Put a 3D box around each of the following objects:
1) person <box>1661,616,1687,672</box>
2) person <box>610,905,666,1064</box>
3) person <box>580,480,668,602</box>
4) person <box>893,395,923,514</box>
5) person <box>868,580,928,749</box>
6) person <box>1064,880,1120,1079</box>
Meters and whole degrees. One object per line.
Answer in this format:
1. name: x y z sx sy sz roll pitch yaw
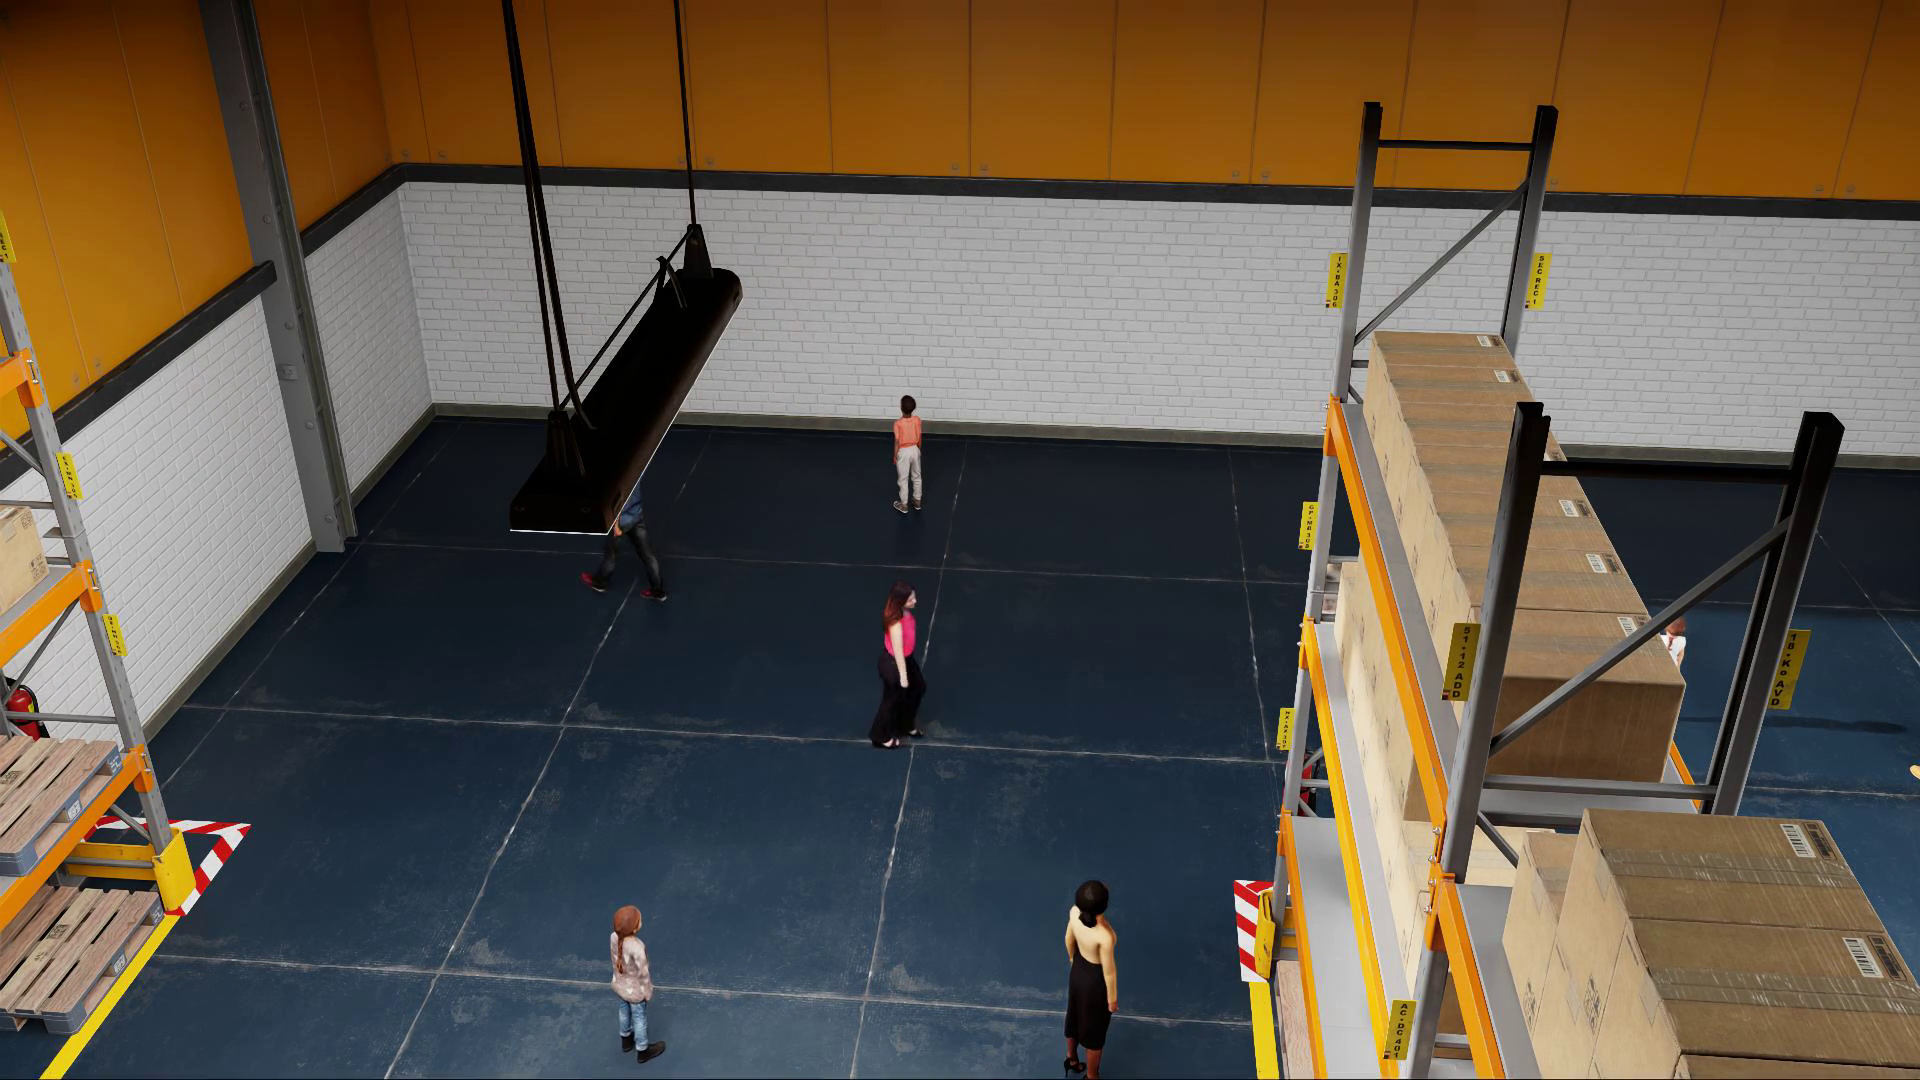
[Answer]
1. person: 5.982 1.068 14.126 0.421 1.019 0.415 2 29 4
2. person: -2.118 2.844 10.688 0.547 1.193 0.588 22 36 35
3. person: -3.072 -0.195 15.660 0.989 1.768 1.148 14 31 23
4. person: -0.541 -0.914 17.455 0.560 1.311 0.597 -13 31 -23
5. person: -0.565 1.032 13.554 0.672 1.631 0.640 -1 29 -1
6. person: 0.812 2.764 10.358 0.725 1.650 0.649 -18 33 -30
